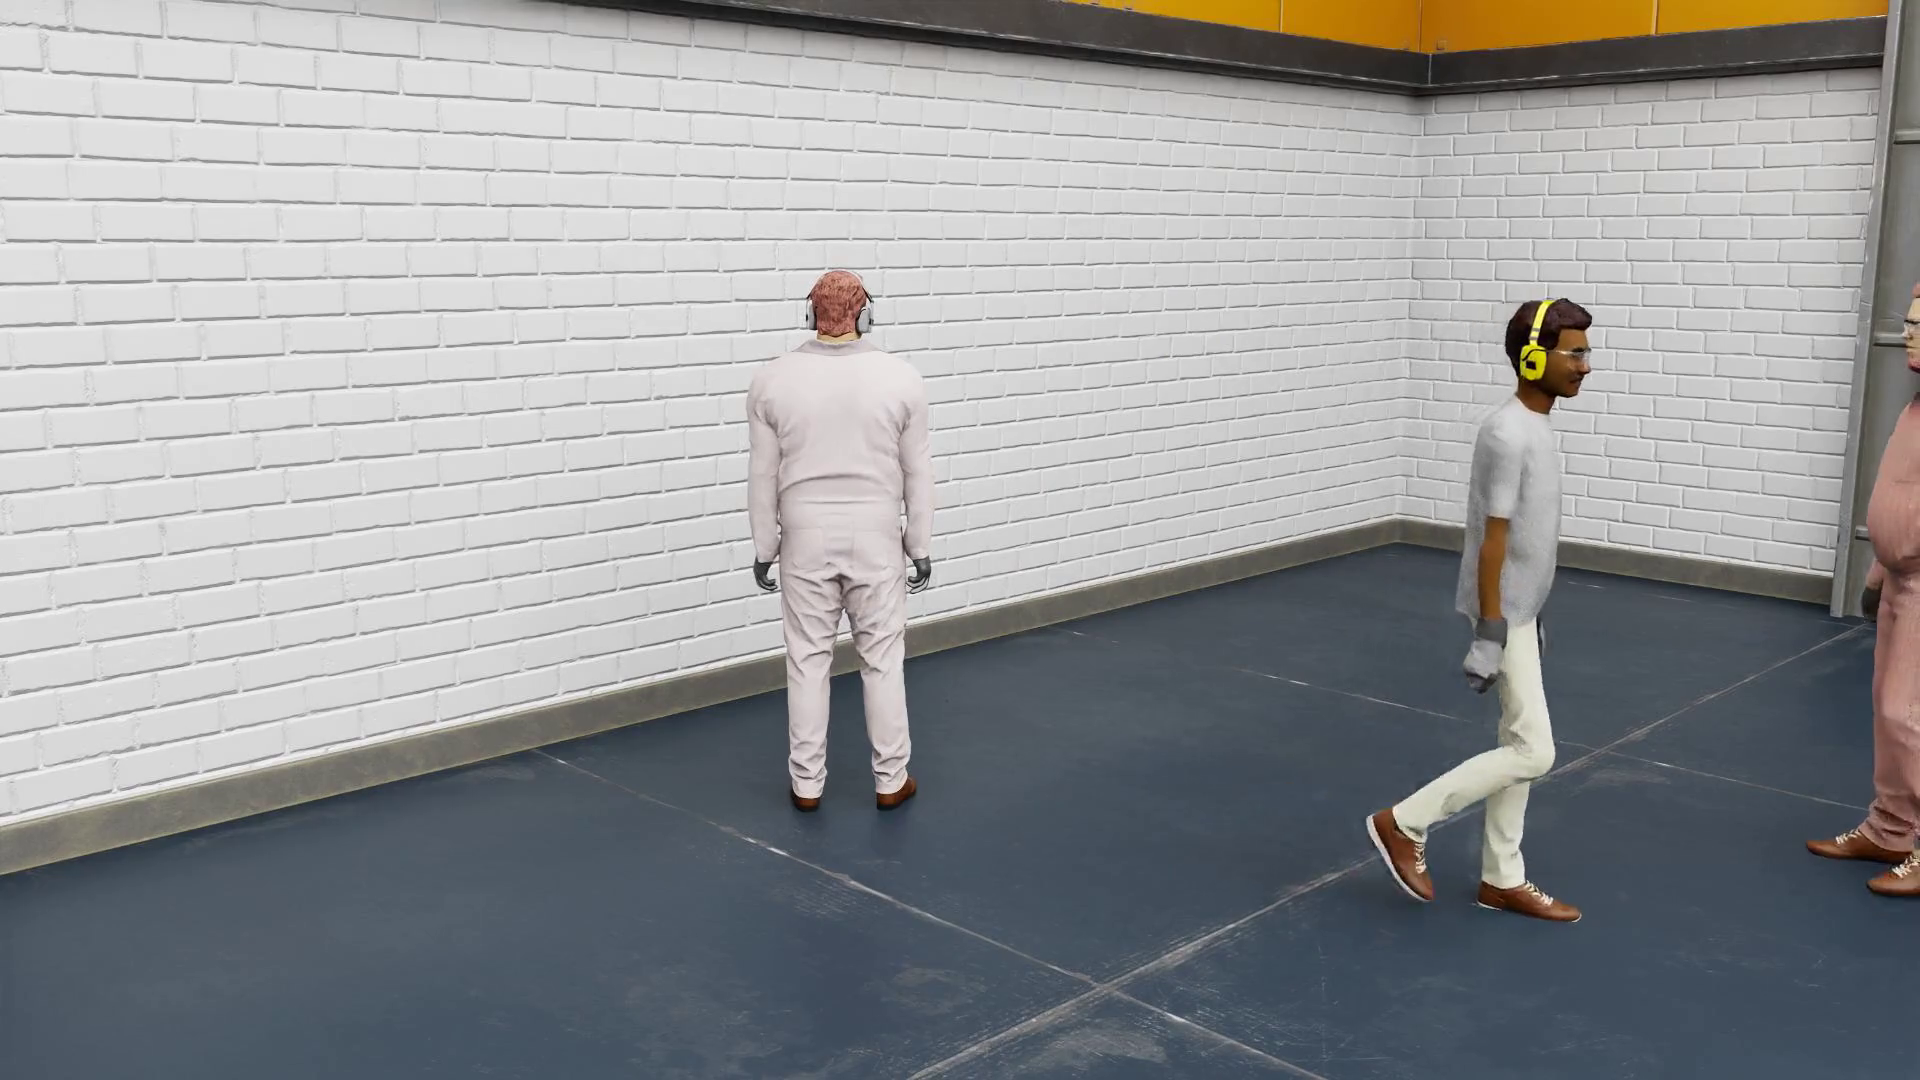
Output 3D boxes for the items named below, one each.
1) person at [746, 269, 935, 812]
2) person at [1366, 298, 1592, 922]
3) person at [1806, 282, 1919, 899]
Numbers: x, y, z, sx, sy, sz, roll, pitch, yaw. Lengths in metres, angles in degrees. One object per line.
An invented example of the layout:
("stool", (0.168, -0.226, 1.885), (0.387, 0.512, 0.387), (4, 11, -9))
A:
("person", (-0.413, 0.010, 5.857), (0.651, 1.906, 0.402), (0, 10, -1))
("person", (1.573, 0.221, 4.876), (0.514, 1.854, 0.506), (5, 11, 24))
("person", (2.993, 0.146, 5.142), (0.424, 1.900, 0.708), (3, 11, 14))
